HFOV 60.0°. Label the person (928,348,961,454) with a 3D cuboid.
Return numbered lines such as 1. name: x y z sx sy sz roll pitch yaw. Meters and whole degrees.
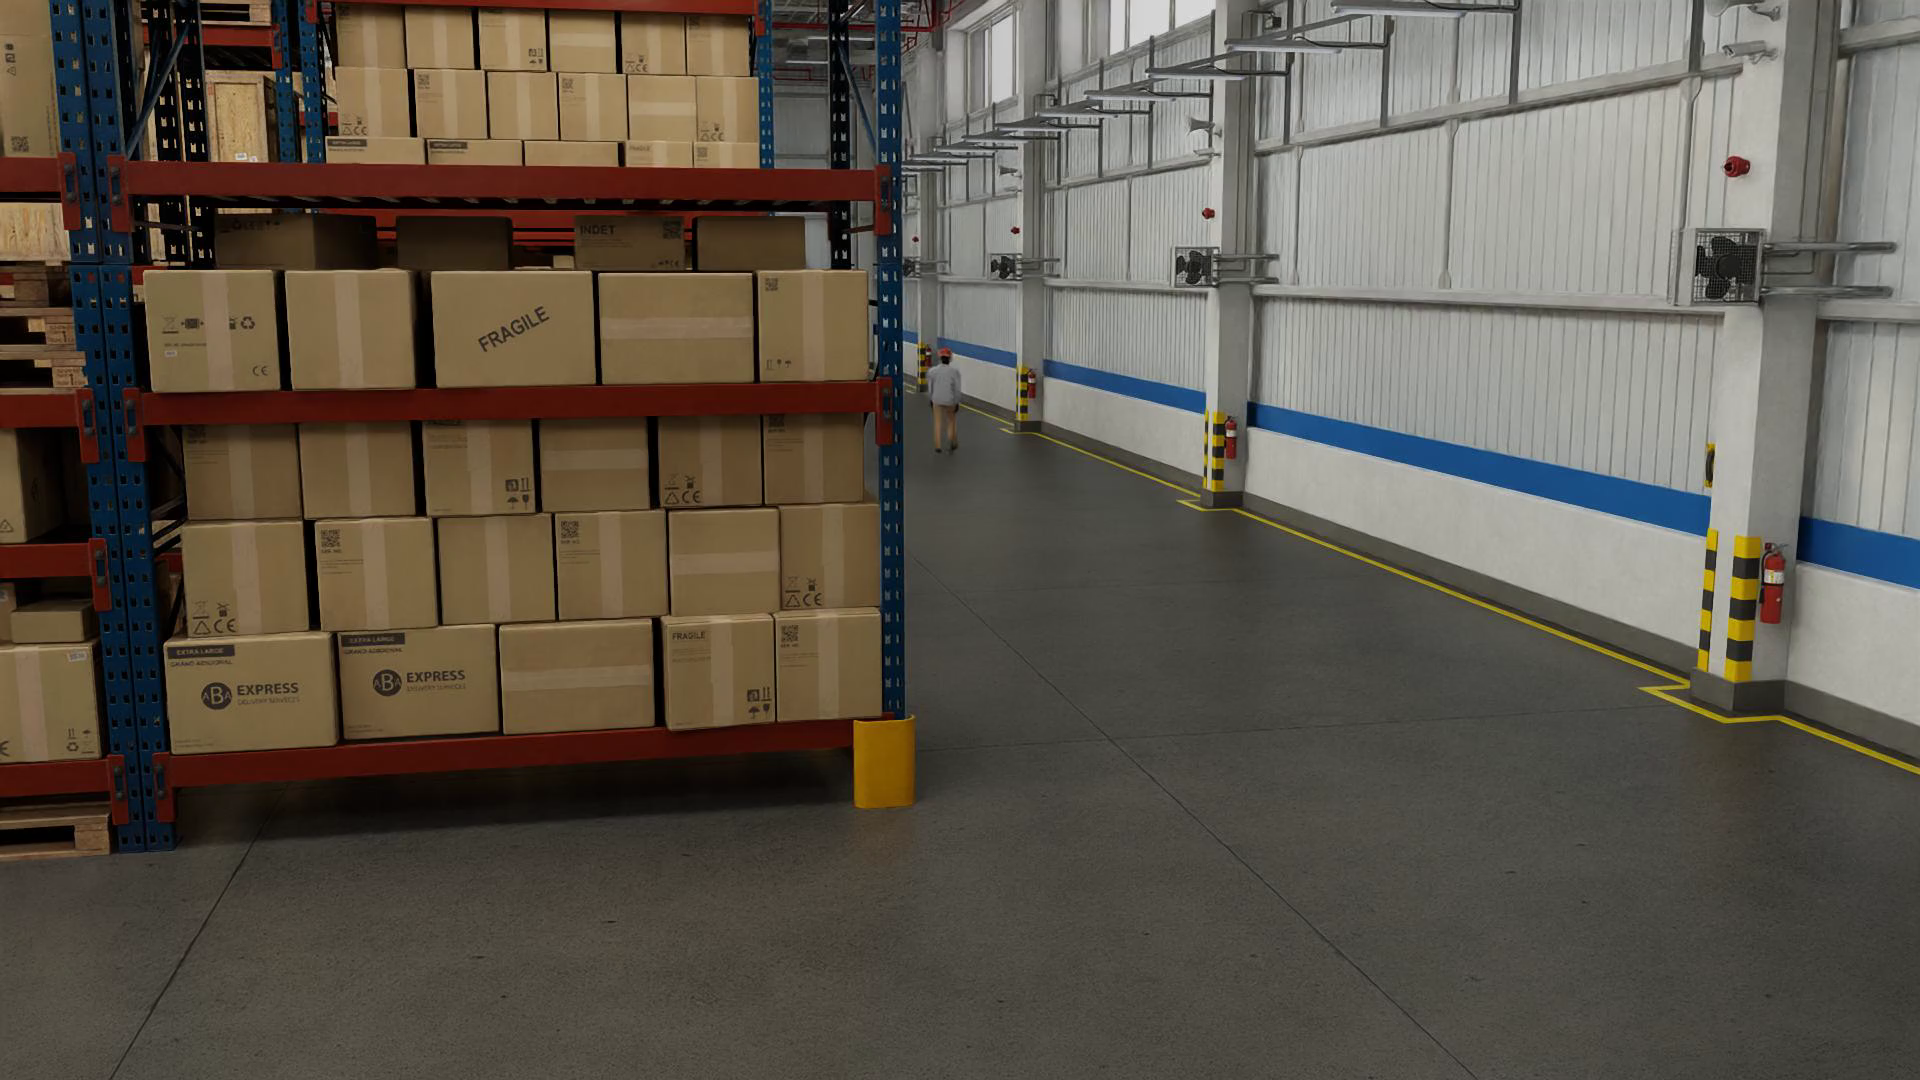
1. person: -0.242 -2.290 27.309 0.580 1.710 0.885 2 10 11
